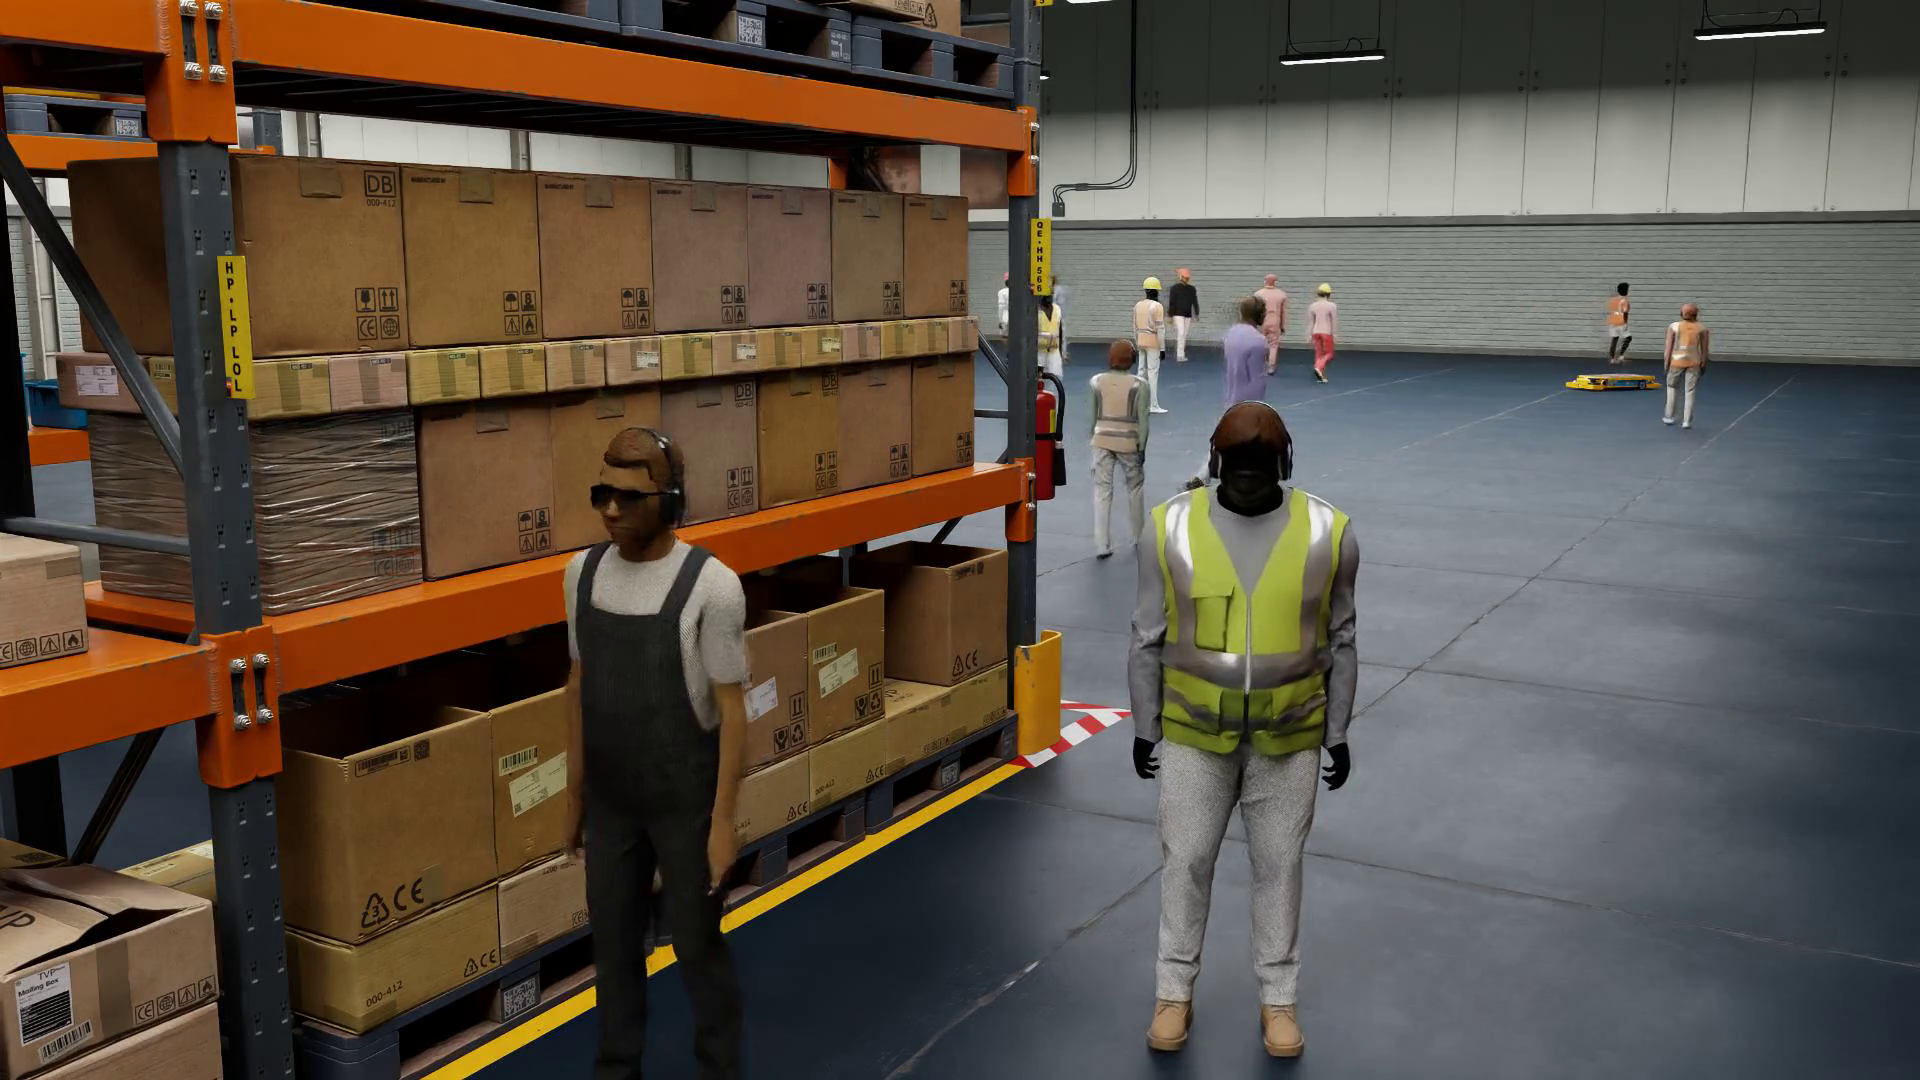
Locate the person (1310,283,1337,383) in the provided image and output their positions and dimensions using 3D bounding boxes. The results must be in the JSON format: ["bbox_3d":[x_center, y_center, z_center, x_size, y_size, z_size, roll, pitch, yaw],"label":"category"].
[{"bbox_3d":[6.334,-3.606,29.069,0.546,1.752,0.439,10,14,44],"label":"person"}]

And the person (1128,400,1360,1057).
[{"bbox_3d":[0.782,0.530,4.627,0.634,1.839,0.429,1,10,7],"label":"person"}]

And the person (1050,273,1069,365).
[{"bbox_3d":[1.897,-4.486,33.889,0.647,1.892,1.036,7,12,35],"label":"person"}]

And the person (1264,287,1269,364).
[{"bbox_3d":[6.372,-4.481,34.561,0.283,1.633,0.501,0,10,-2],"label":"person"}]

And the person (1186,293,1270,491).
[{"bbox_3d":[2.428,-1.170,14.361,0.872,1.915,0.640,-3,10,-17],"label":"person"}]

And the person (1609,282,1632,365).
[{"bbox_3d":[13.588,-4.435,34.124,0.489,1.677,0.559,-2,10,-11],"label":"person"}]

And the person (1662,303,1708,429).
[{"bbox_3d":[9.435,-2.270,21.684,0.552,1.607,0.763,2,10,12],"label":"person"}]

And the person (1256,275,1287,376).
[{"bbox_3d":[5.792,-4.038,31.297,0.670,1.862,0.946,0,10,1],"label":"person"}]

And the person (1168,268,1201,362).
[{"bbox_3d":[4.765,-4.714,34.979,0.615,1.961,0.837,-5,11,-25],"label":"person"}]

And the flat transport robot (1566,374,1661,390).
[{"bbox_3d":[10.956,-2.657,27.867,1.431,0.197,0.652,-4,10,-20],"label":"flat transport robot"}]

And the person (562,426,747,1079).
[{"bbox_3d":[-0.759,0.646,4.037,0.534,1.838,0.500,4,11,24],"label":"person"}]

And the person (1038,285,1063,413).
[{"bbox_3d":[1.191,-2.667,23.374,0.641,1.824,0.487,-5,11,-26],"label":"person"}]

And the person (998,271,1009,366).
[{"bbox_3d":[1.022,-4.469,33.626,0.544,1.927,0.465,-4,10,-20],"label":"person"}]

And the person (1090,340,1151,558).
[{"bbox_3d":[1.222,-0.694,12.484,0.516,1.599,0.830,4,11,23],"label":"person"}]

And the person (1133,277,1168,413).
[{"bbox_3d":[2.703,-2.761,23.630,0.359,1.930,0.587,-7,12,-35],"label":"person"}]
